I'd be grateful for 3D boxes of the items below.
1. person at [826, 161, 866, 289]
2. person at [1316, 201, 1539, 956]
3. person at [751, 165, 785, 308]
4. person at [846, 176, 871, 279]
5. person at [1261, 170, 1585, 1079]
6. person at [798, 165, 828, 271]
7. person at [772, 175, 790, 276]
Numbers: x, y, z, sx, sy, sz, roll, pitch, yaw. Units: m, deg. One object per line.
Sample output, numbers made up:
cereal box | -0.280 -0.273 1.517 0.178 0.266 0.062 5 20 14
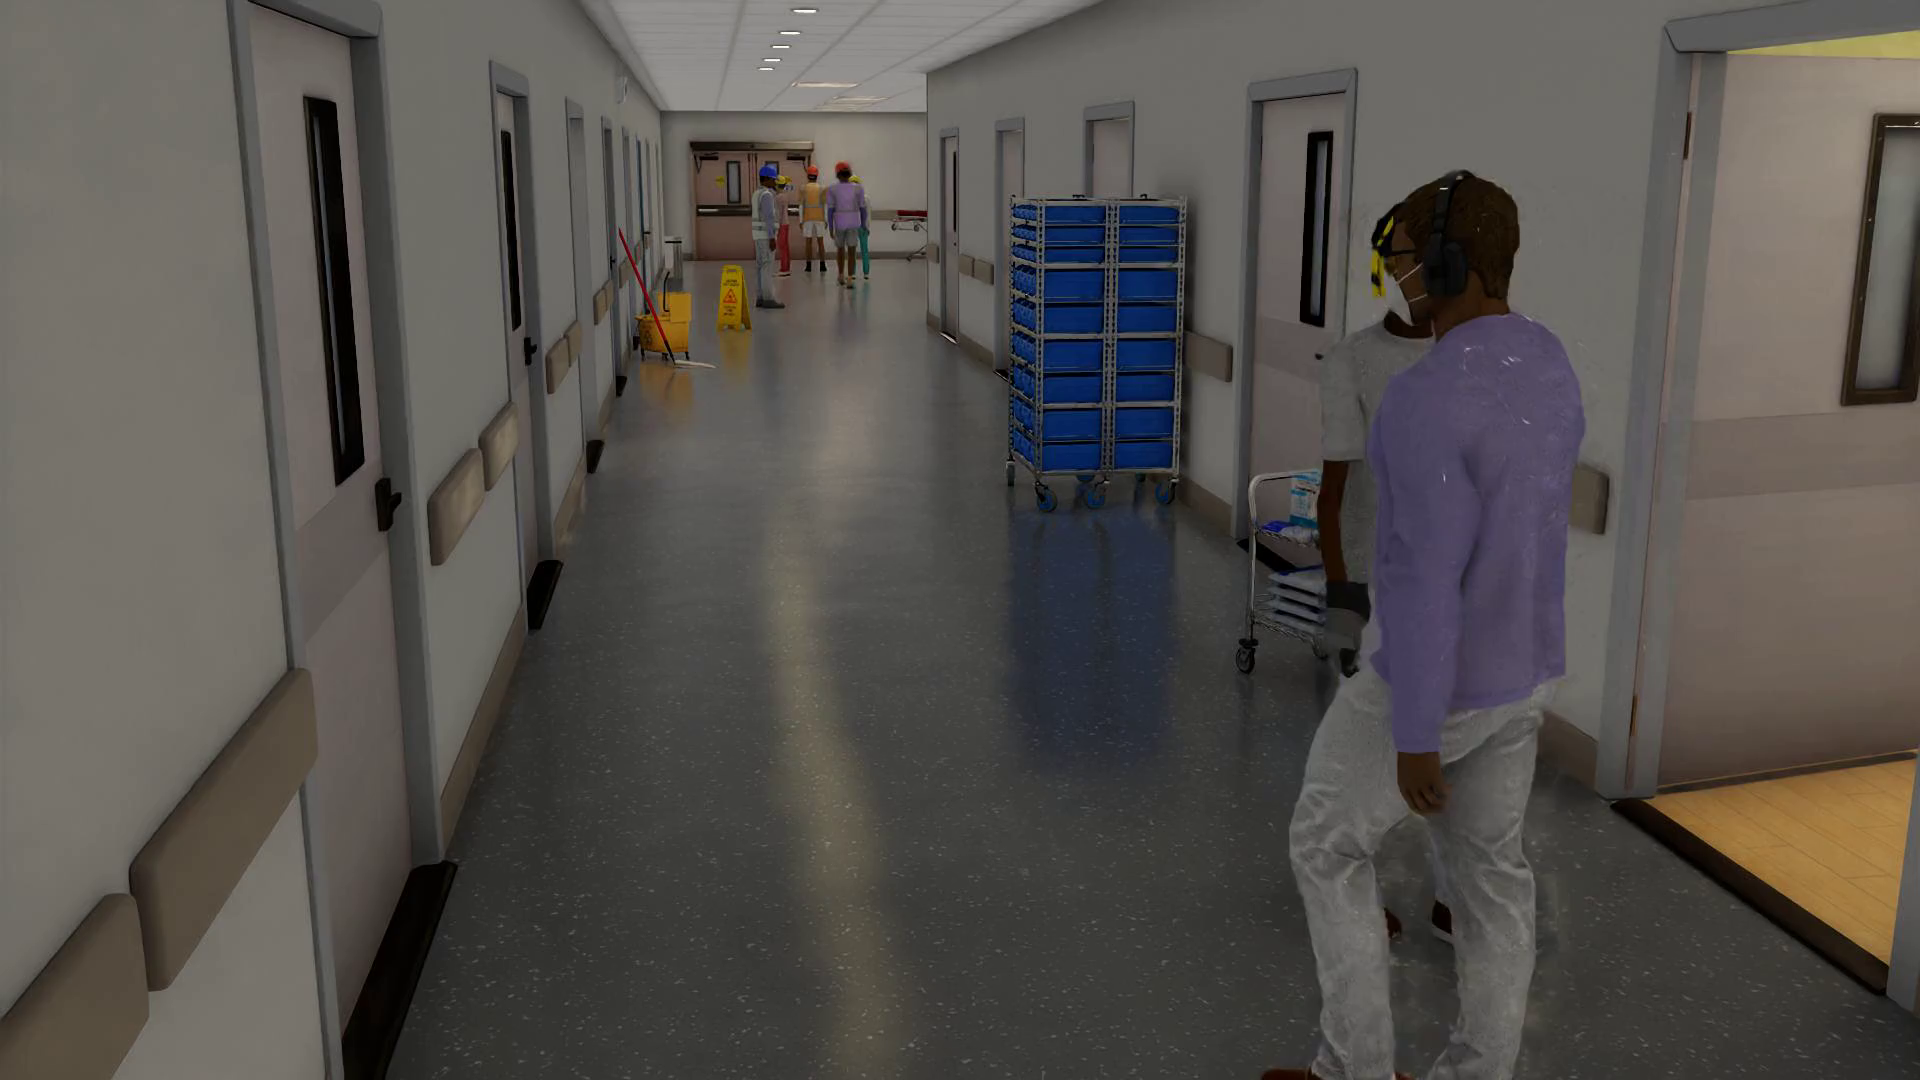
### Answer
person | -1.827 -5.055 26.698 0.623 1.981 1.071 -1 13 -4
person | 1.122 0.130 3.987 0.567 1.849 0.691 -6 14 -26
person | -2.649 -4.148 22.800 0.402 1.938 0.602 -6 14 -23
person | -1.787 -5.360 28.579 0.525 1.765 0.329 -5 14 -20
person | 0.887 0.259 3.260 0.640 1.917 0.617 -12 17 -42
person | -2.706 -5.933 30.724 0.542 1.939 0.364 -1 13 -4
person | -3.173 -5.553 29.420 0.299 1.772 0.529 2 13 10
